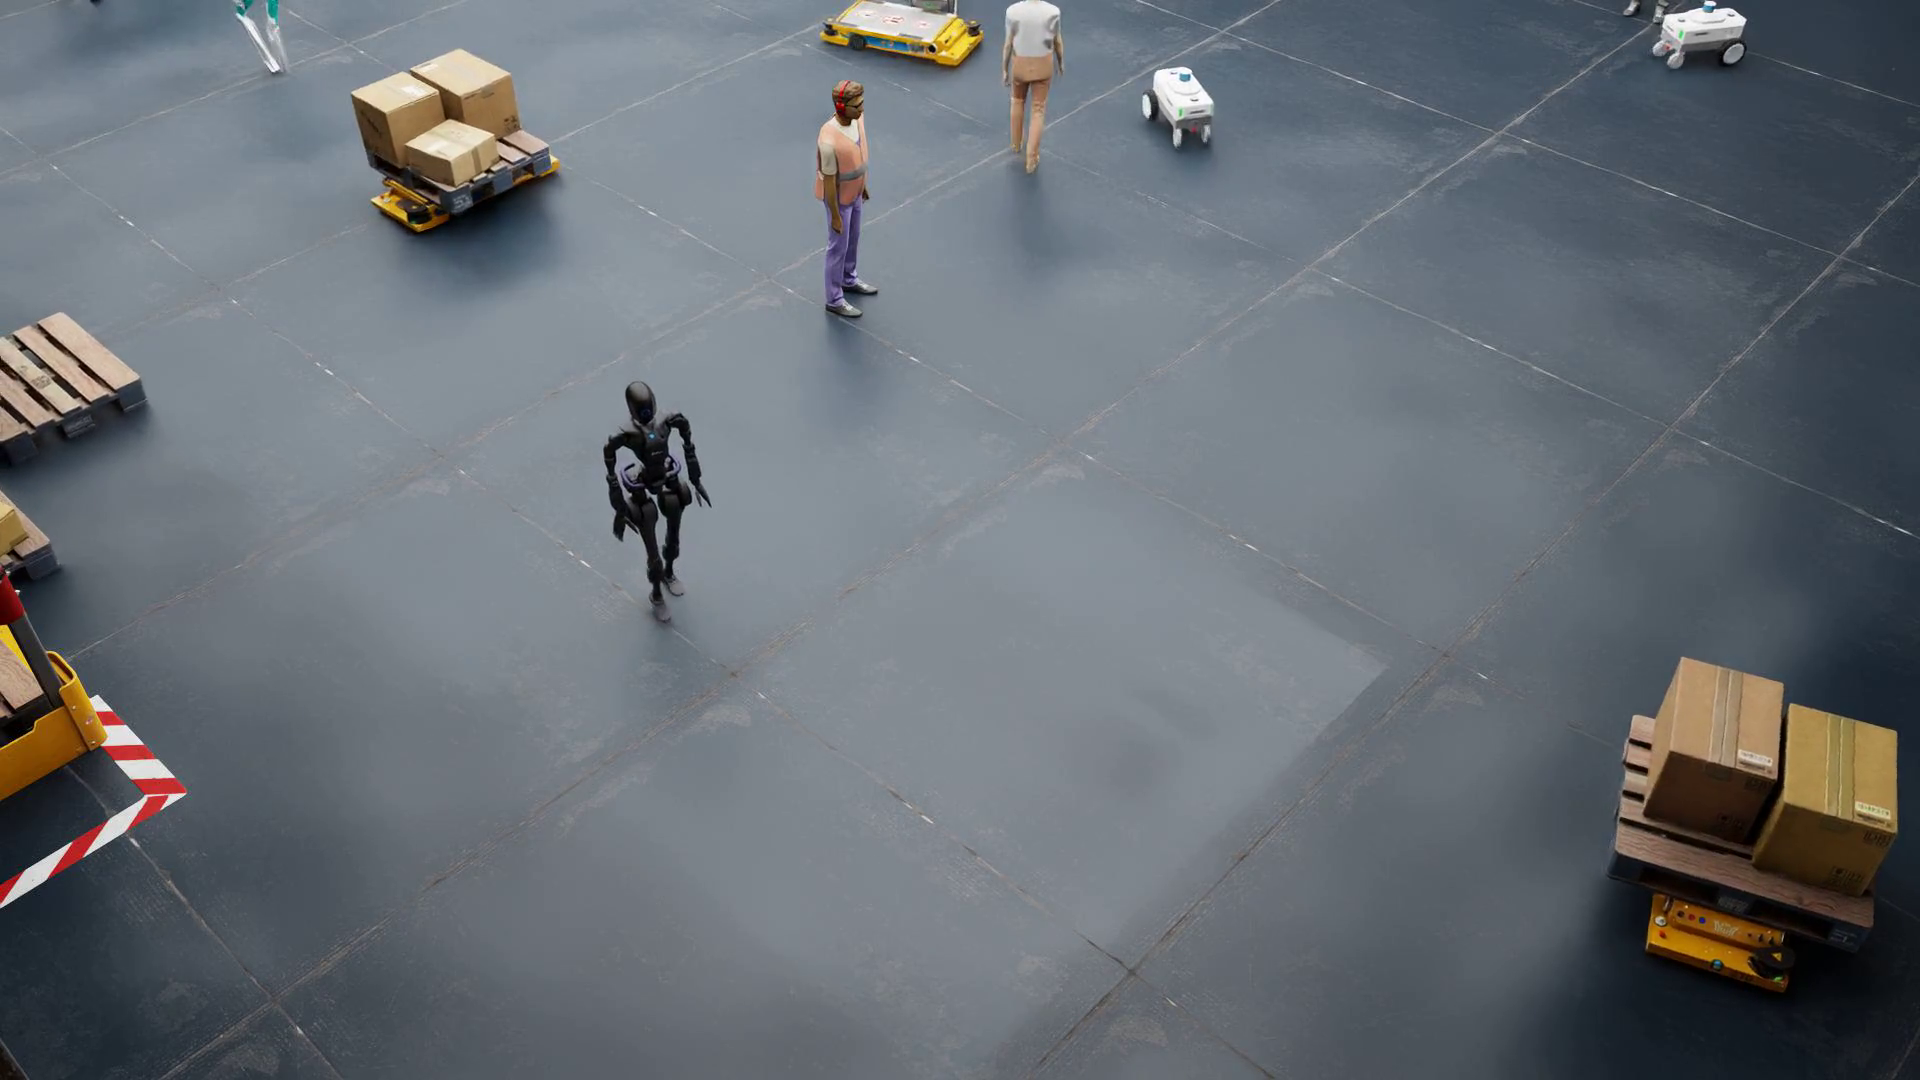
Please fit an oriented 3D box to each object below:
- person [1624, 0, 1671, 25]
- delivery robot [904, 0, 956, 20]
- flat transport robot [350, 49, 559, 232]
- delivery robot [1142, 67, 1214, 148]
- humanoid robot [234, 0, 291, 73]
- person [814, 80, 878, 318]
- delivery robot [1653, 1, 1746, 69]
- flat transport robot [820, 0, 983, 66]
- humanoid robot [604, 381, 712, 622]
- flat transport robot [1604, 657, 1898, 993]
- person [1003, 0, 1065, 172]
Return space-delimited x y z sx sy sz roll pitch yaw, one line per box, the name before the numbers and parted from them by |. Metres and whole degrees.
person | 6.785 -5.891 15.909 0.566 1.832 0.409 21 46 21
delivery robot | -0.292 -5.389 16.316 0.499 0.614 0.785 0 42 0
flat transport robot | -4.128 -3.022 13.885 0.659 0.231 1.431 31 50 30
delivery robot | 1.946 -3.843 14.574 0.499 0.582 0.773 -10 43 -11
humanoid robot | -6.399 -5.030 15.088 0.538 1.871 0.738 -26 48 -26
person | -0.852 -2.502 12.139 0.391 1.836 0.559 14 44 15
delivery robot | 6.951 -4.753 15.585 0.774 0.581 0.499 -9 43 -10
flat transport robot | -0.560 -4.879 15.949 1.431 0.231 0.659 15 44 16
humanoid robot | -1.770 -0.265 9.775 0.608 1.644 0.466 -23 47 -23
flat transport robot | 4.011 1.649 8.694 0.659 0.231 1.431 15 44 16
person | 0.622 -3.983 13.866 0.495 1.722 0.687 5 42 6
